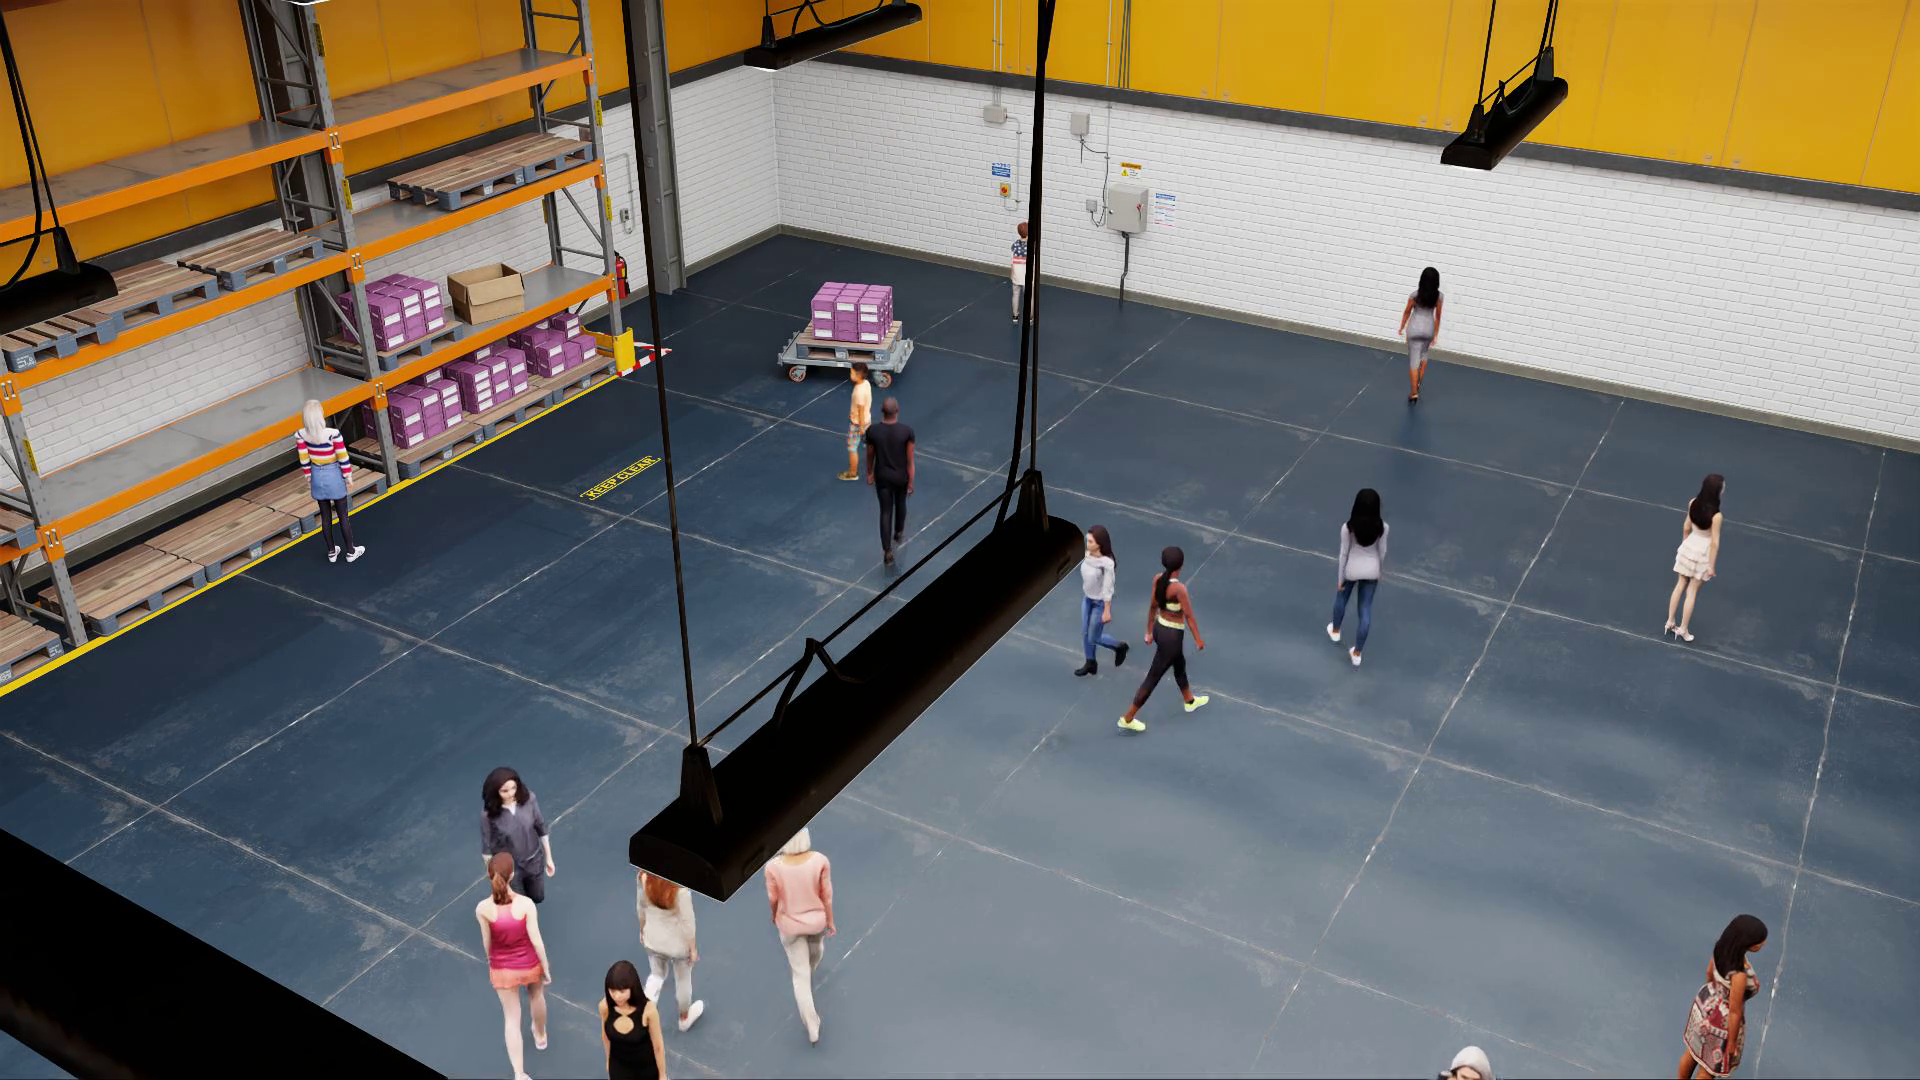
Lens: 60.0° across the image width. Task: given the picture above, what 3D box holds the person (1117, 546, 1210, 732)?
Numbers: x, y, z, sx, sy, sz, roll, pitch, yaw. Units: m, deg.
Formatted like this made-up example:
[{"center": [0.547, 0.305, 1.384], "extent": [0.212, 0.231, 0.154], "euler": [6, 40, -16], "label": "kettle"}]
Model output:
[{"center": [1.730, 0.915, 14.502], "extent": [1.243, 1.698, 1.060], "euler": [-12, 31, -21], "label": "person"}]

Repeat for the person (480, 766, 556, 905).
[{"center": [-3.184, 2.283, 11.947], "extent": [0.839, 1.742, 0.830], "euler": [-23, 36, -36], "label": "person"}]

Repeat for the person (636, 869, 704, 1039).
[{"center": [-2.004, 2.732, 11.174], "extent": [0.687, 1.696, 0.950], "euler": [13, 31, 23], "label": "person"}]

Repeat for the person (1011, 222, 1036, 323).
[{"center": [0.893, -3.775, 23.370], "extent": [0.578, 1.439, 0.573], "euler": [5, 29, 9], "label": "person"}]

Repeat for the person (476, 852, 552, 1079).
[{"center": [-2.929, 2.859, 10.910], "extent": [0.983, 1.724, 1.047], "euler": [-6, 29, -10], "label": "person"}]

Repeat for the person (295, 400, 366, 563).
[{"center": [-6.545, -0.620, 17.200], "extent": [0.718, 1.808, 0.680], "euler": [1, 29, 2], "label": "person"}]

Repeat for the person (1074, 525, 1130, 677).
[{"center": [1.329, 0.563, 15.236], "extent": [0.900, 1.612, 0.826], "euler": [-11, 30, -19], "label": "person"}]

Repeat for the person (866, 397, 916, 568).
[{"center": [-0.720, -0.567, 17.142], "extent": [1.054, 1.772, 1.321], "euler": [2, 29, 3], "label": "person"}]

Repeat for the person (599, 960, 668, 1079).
[{"center": [-1.985, 3.224, 10.365], "extent": [0.874, 1.605, 1.114], "euler": [3, 29, 5], "label": "person"}]

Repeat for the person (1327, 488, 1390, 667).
[{"center": [3.741, 0.382, 15.465], "extent": [0.842, 1.710, 0.996], "euler": [2, 29, 4], "label": "person"}]

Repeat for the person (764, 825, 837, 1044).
[{"center": [-1.075, 2.668, 11.318], "extent": [1.070, 1.669, 1.192], "euler": [-4, 29, -7], "label": "person"}]

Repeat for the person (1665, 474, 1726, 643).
[{"center": [6.996, 0.166, 15.833], "extent": [0.712, 1.737, 0.665], "euler": [-10, 30, -17], "label": "person"}]

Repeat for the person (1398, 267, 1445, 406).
[{"center": [5.750, -2.517, 20.722], "extent": [0.813, 1.765, 0.919], "euler": [0, 29, -1], "label": "person"}]

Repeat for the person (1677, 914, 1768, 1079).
[{"center": [4.843, 3.057, 10.633], "extent": [0.782, 1.642, 0.631], "euler": [2, 29, 3], "label": "person"}]

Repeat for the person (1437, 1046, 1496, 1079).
[{"center": [2.870, 3.545, 9.657], "extent": [0.790, 1.720, 1.071], "euler": [8, 30, 14], "label": "person"}]
